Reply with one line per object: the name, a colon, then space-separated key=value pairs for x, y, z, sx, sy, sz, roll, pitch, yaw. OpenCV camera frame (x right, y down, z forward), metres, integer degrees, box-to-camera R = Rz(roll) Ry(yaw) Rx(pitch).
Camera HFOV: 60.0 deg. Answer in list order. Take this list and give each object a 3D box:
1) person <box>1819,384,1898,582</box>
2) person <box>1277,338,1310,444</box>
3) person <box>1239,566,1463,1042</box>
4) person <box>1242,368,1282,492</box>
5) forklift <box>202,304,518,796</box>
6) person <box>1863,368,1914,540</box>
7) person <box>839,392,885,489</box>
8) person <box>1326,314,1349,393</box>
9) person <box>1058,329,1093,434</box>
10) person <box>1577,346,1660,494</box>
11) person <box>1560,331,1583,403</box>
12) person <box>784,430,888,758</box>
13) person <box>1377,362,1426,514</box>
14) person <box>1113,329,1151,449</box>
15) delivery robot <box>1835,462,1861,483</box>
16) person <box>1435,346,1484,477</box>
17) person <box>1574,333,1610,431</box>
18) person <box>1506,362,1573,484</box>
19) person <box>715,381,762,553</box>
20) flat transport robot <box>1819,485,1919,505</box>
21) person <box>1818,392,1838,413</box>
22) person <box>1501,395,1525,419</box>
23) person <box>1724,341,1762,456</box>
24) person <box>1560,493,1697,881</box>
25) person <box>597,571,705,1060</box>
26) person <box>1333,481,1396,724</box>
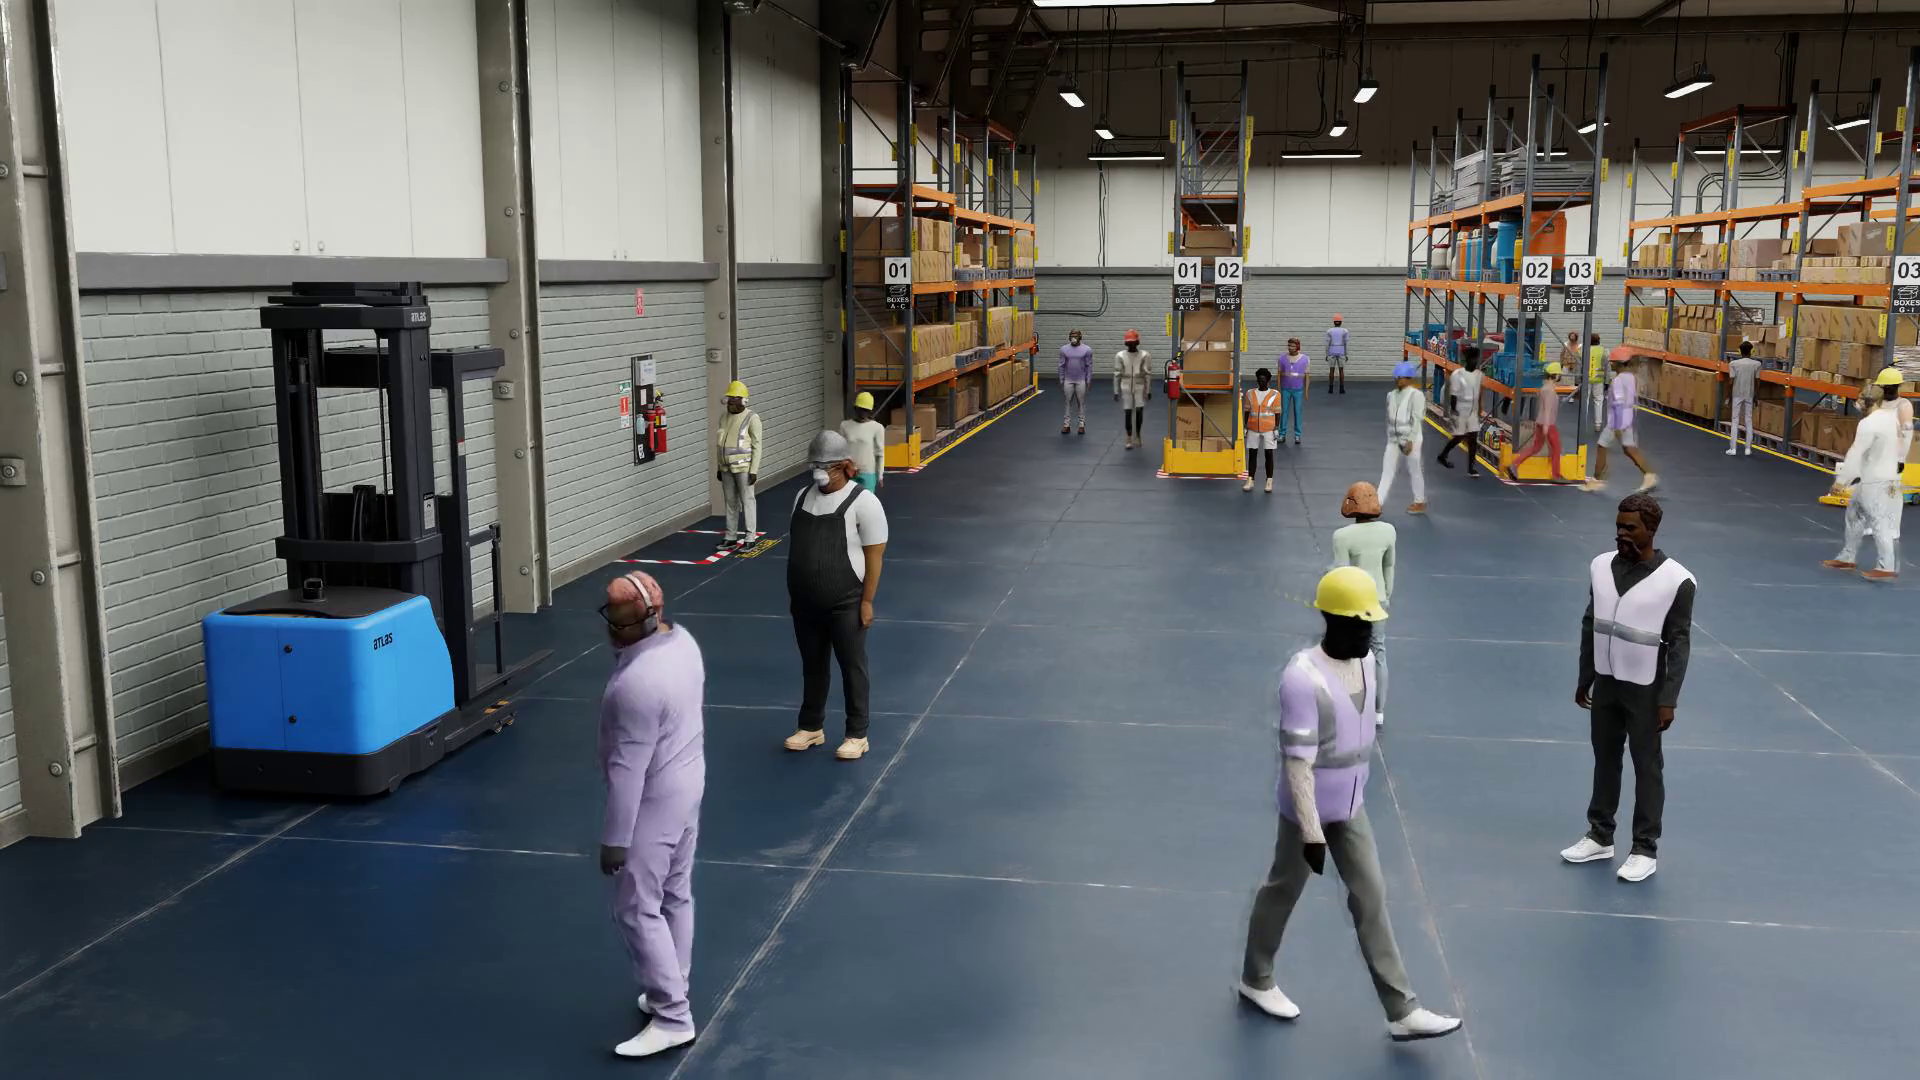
person: x=8.832 y=-0.570 z=16.305 sx=0.856 sy=1.904 sz=0.656 roll=8 pitch=12 yaw=41
person: x=5.831 y=-2.616 z=29.120 sx=0.563 sy=1.839 sz=0.394 roll=3 pitch=10 yaw=21
person: x=1.493 y=1.035 z=6.488 sx=0.611 sy=1.873 sz=0.983 roll=-8 pitch=12 yaw=-41
person: x=4.120 y=-1.508 z=22.729 sx=0.532 sy=1.695 sz=0.319 roll=5 pitch=10 yaw=26
forklift: x=-3.673 y=-0.038 z=10.147 sx=1.129 sy=2.768 sz=1.873 roll=1 pitch=9 yaw=9
person: x=10.399 y=-0.962 z=18.655 sx=0.380 sy=1.922 sz=0.591 roll=0 pitch=9 yaw=-2
person: x=-1.058 y=-0.714 z=17.697 sx=0.568 sy=1.736 sz=0.450 roll=2 pitch=10 yaw=15
person: x=9.309 y=-4.601 z=41.066 sx=0.551 sy=1.932 sz=0.378 roll=2 pitch=9 yaw=13
person: x=2.133 y=-2.947 z=30.855 sx=0.635 sy=1.938 sz=0.360 roll=2 pitch=10 yaw=15
person: x=8.944 y=-1.597 z=22.388 sx=1.037 sy=2.008 sz=0.621 roll=8 pitch=12 yaw=42
person: x=13.927 y=-3.935 z=37.893 sx=0.538 sy=1.619 sz=0.563 roll=5 pitch=10 yaw=28
person: x=-0.820 y=0.352 z=10.324 sx=0.679 sy=2.000 sz=0.537 roll=6 pitch=11 yaw=31
person: x=5.413 y=-1.234 z=20.454 sx=1.020 sy=1.884 sz=0.610 roll=-7 pitch=12 yaw=-38
person: x=2.892 y=-2.525 z=27.991 sx=0.638 sy=2.021 sz=0.608 roll=2 pitch=9 yaw=10
delivery robot: x=12.162 y=-0.915 z=22.422 sx=0.477 sy=0.478 sz=0.707 roll=-2 pitch=9 yaw=-10
person: x=7.390 y=-1.911 z=24.517 sx=0.611 sy=1.925 sz=0.749 roll=-3 pitch=10 yaw=-19
person: x=11.887 y=-2.972 z=31.308 sx=0.634 sy=1.841 sz=0.429 roll=2 pitch=9 yaw=12
person: x=8.247 y=-1.663 z=23.586 sx=0.845 sy=1.733 sz=0.532 roll=1 pitch=9 yaw=8
person: x=-2.398 y=-0.788 z=17.855 sx=0.589 sy=1.837 sz=0.404 roll=6 pitch=11 yaw=34
flat transport robot: x=11.900 y=-0.588 z=21.565 sx=1.431 sy=0.197 sz=0.652 roll=-5 pitch=10 yaw=-28
person: x=17.793 y=-3.374 z=34.091 sx=0.484 sy=1.744 sz=0.295 roll=1 pitch=9 yaw=5
person: x=11.438 y=-3.488 z=34.188 sx=0.636 sy=1.936 sz=1.012 roll=1 pitch=9 yaw=7
person: x=12.799 y=-2.317 z=27.200 sx=0.539 sy=1.863 sz=0.313 roll=2 pitch=9 yaw=12
person: x=3.354 y=0.718 z=8.313 sx=0.391 sy=1.920 sz=0.593 roll=-6 pitch=11 yaw=-31
person: x=-1.190 y=1.037 z=6.487 sx=0.443 sy=1.884 sz=0.696 roll=2 pitch=9 yaw=13
person: x=2.641 y=0.428 z=10.975 sx=0.497 sy=1.634 sz=0.278 roll=-4 pitch=10 yaw=-24
